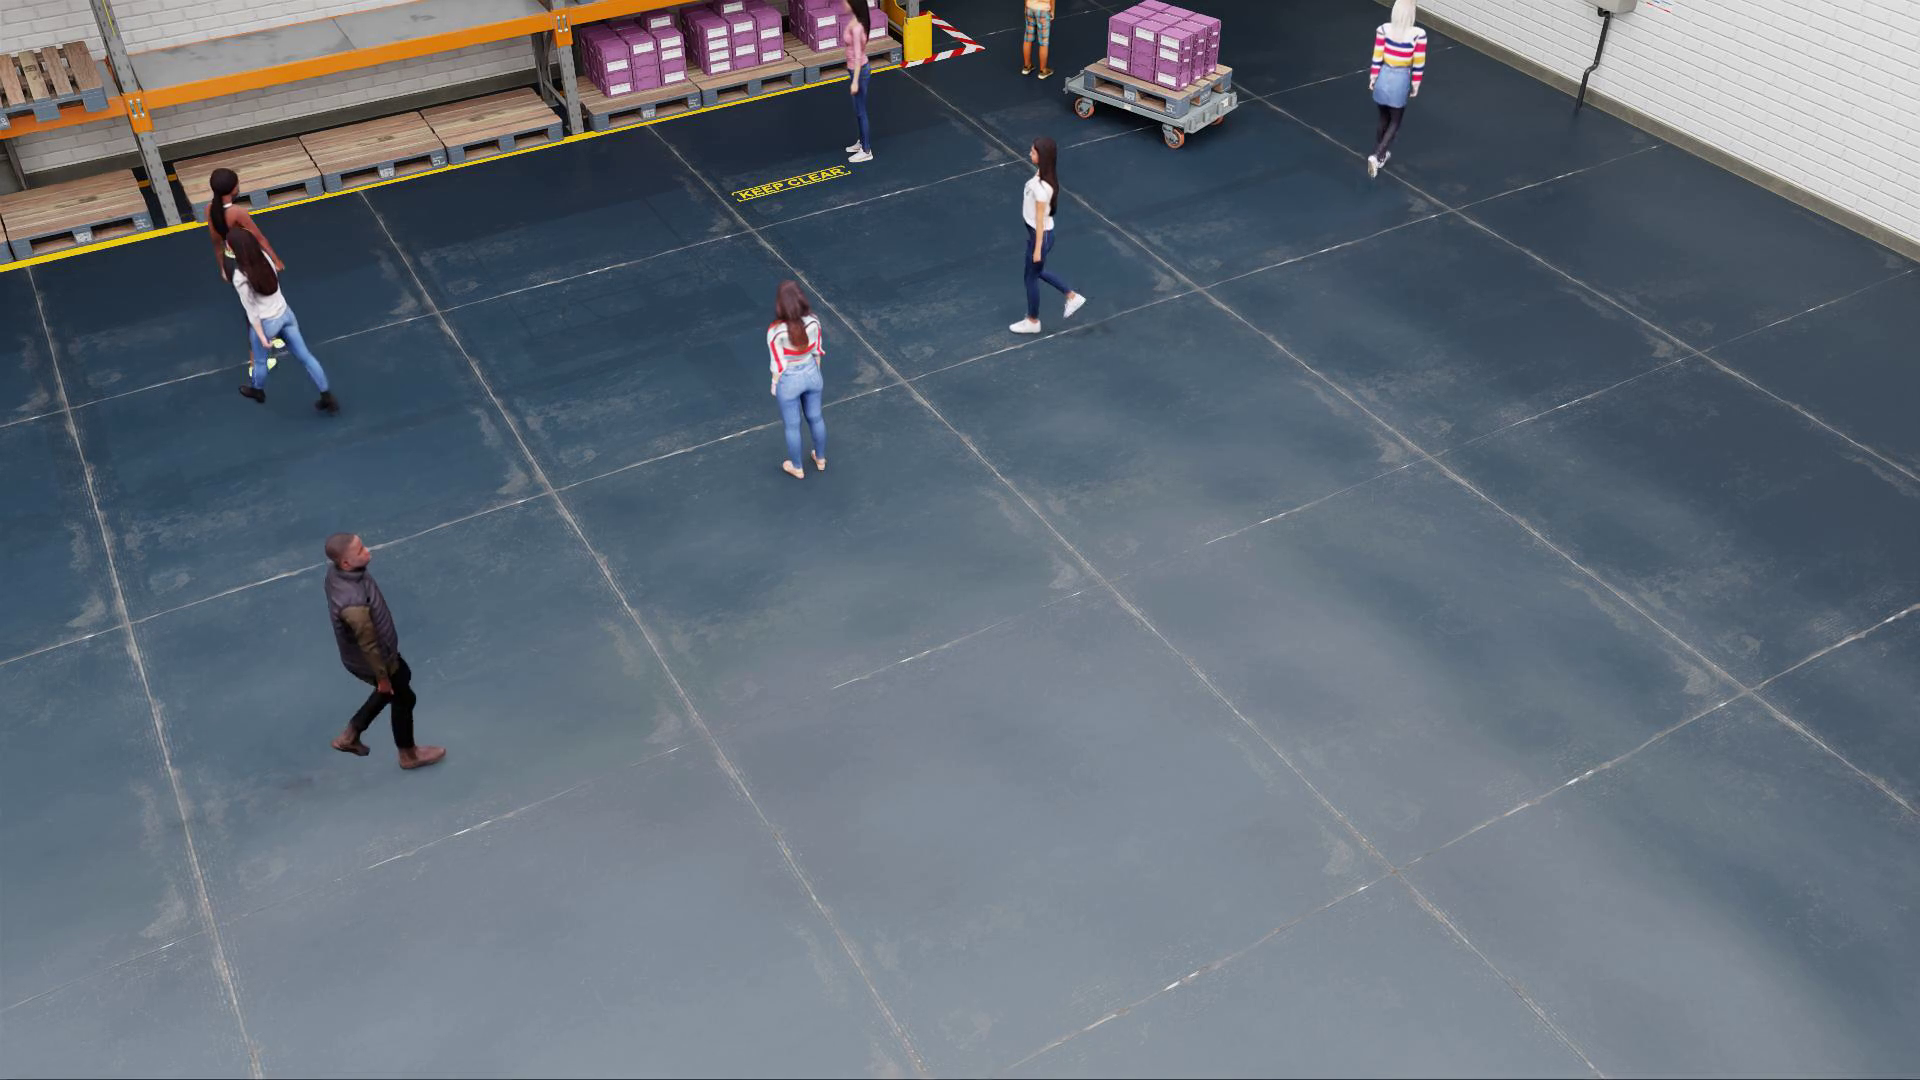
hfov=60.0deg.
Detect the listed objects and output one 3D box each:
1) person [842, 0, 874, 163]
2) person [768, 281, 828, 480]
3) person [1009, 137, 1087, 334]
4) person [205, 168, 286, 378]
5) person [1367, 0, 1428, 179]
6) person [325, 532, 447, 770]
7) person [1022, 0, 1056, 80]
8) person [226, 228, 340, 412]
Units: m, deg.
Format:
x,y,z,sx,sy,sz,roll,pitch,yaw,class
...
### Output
x,y,z,sx,sy,sz,roll,pitch,yaw,class
-1.003,-4.586,16.355,0.642,1.742,0.648,-3,39,-4,person
-1.181,-1.178,12.190,0.434,1.613,0.643,-20,43,-24,person
0.746,-2.476,13.698,0.972,1.760,0.856,2,39,3,person
-5.743,-2.077,13.223,0.851,1.729,0.972,15,41,18,person
4.140,-4.352,16.023,0.958,1.790,1.116,20,43,23,person
-3.491,0.689,9.689,0.872,1.818,0.743,-15,41,-18,person
0.848,-5.762,18.054,0.589,1.459,0.621,18,42,21,person
-5.205,-1.646,12.803,1.106,1.580,1.098,13,40,16,person
